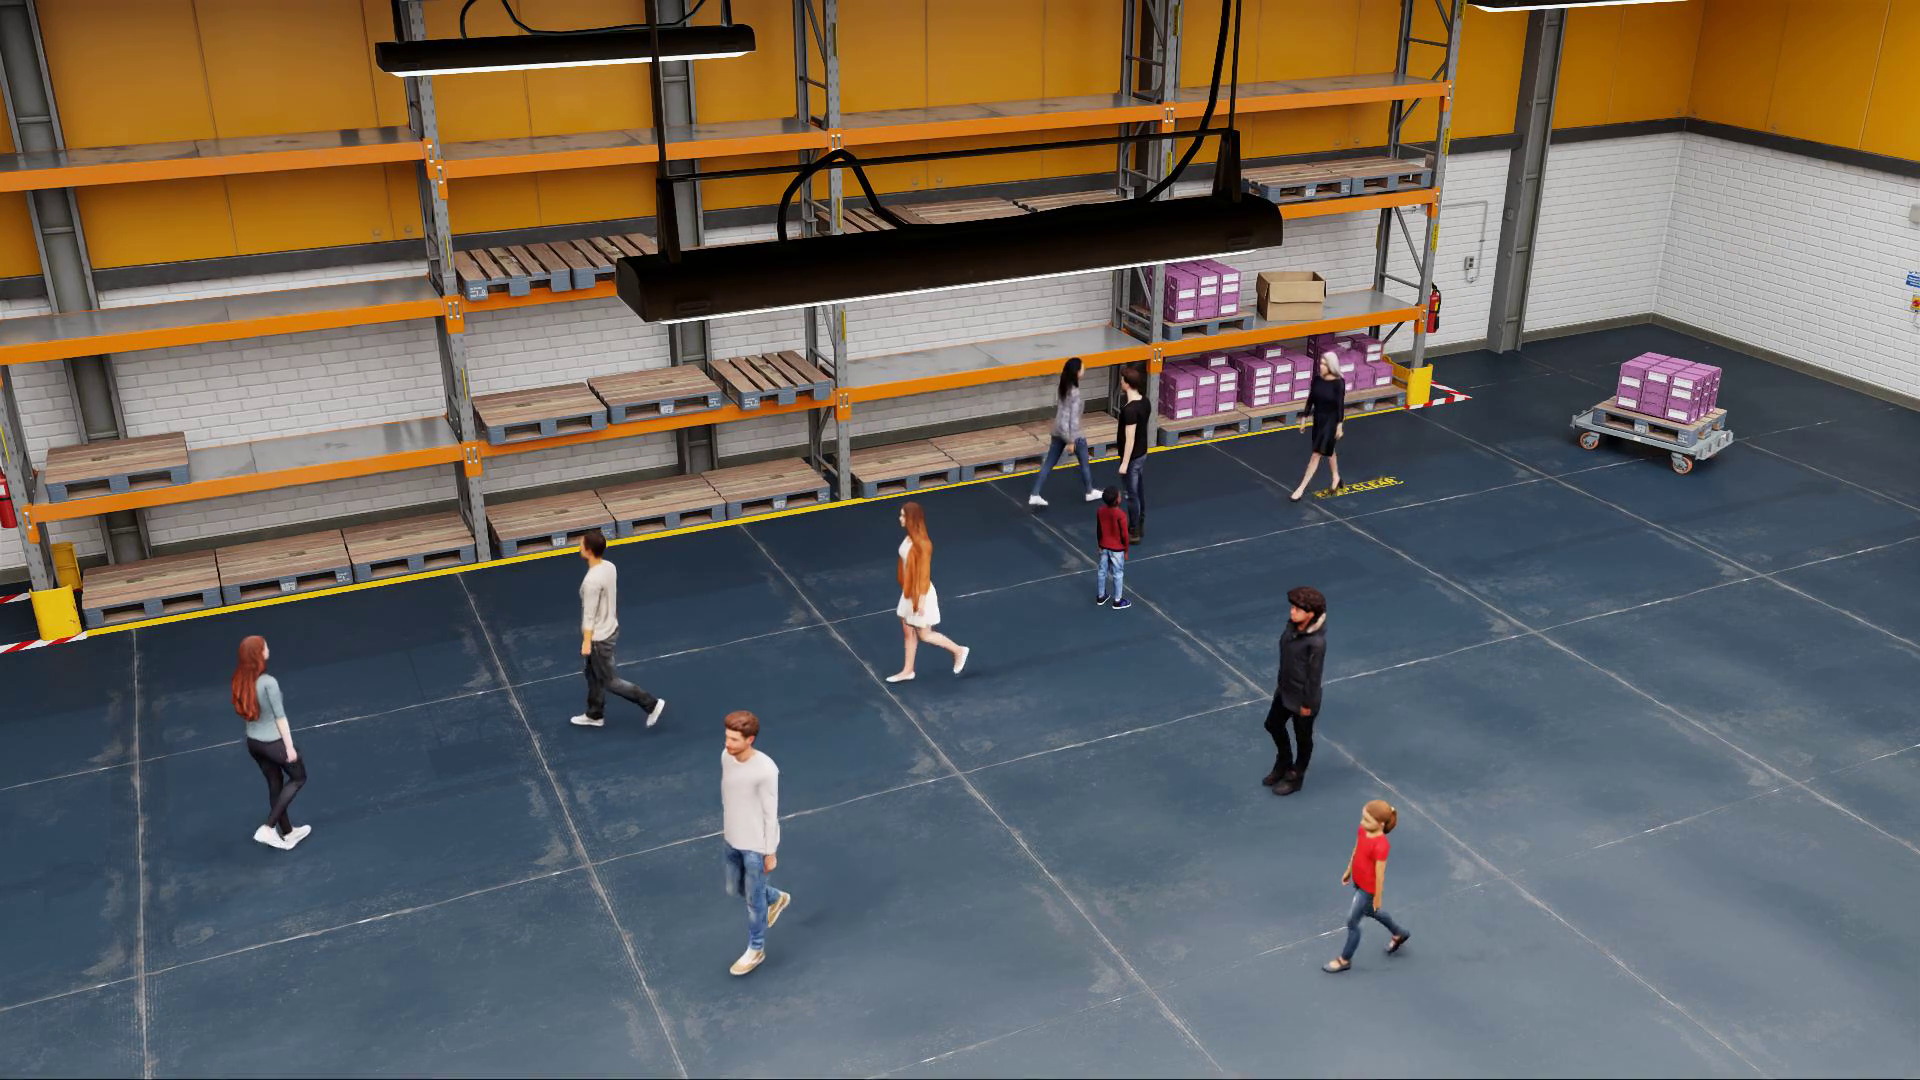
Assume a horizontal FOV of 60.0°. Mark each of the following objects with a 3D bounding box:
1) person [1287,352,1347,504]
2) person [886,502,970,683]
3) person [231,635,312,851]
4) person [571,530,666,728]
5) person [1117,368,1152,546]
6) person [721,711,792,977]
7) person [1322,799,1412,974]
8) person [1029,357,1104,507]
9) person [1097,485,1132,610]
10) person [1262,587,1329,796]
[{"bbox_3d":[4.090,-1.249,18.419,1.247,1.704,0.834,-19,30,-37],"label":"person"},{"bbox_3d":[-0.278,0.464,14.500,0.976,1.704,0.656,-8,25,-18],"label":"person"},{"bbox_3d":[-5.047,1.523,12.035,0.805,1.736,0.873,12,26,25],"label":"person"},{"bbox_3d":[-2.858,0.782,13.665,1.161,1.789,0.949,1,24,2],"label":"person"},{"bbox_3d":[1.808,-0.877,17.328,0.802,1.896,0.729,9,25,20],"label":"person"},{"bbox_3d":[-1.305,1.931,10.910,0.868,1.890,1.001,19,30,36],"label":"person"},{"bbox_3d":[2.735,2.252,10.926,0.912,1.290,0.643,-3,24,-7],"label":"person"},{"bbox_3d":[1.093,-1.129,18.166,1.191,1.685,0.691,-12,27,-26],"label":"person"},{"bbox_3d":[1.465,0.056,15.993,0.583,1.254,0.613,18,29,35],"label":"person"},{"bbox_3d":[2.677,1.145,12.856,0.554,1.771,0.629,-11,26,-24],"label":"person"}]
